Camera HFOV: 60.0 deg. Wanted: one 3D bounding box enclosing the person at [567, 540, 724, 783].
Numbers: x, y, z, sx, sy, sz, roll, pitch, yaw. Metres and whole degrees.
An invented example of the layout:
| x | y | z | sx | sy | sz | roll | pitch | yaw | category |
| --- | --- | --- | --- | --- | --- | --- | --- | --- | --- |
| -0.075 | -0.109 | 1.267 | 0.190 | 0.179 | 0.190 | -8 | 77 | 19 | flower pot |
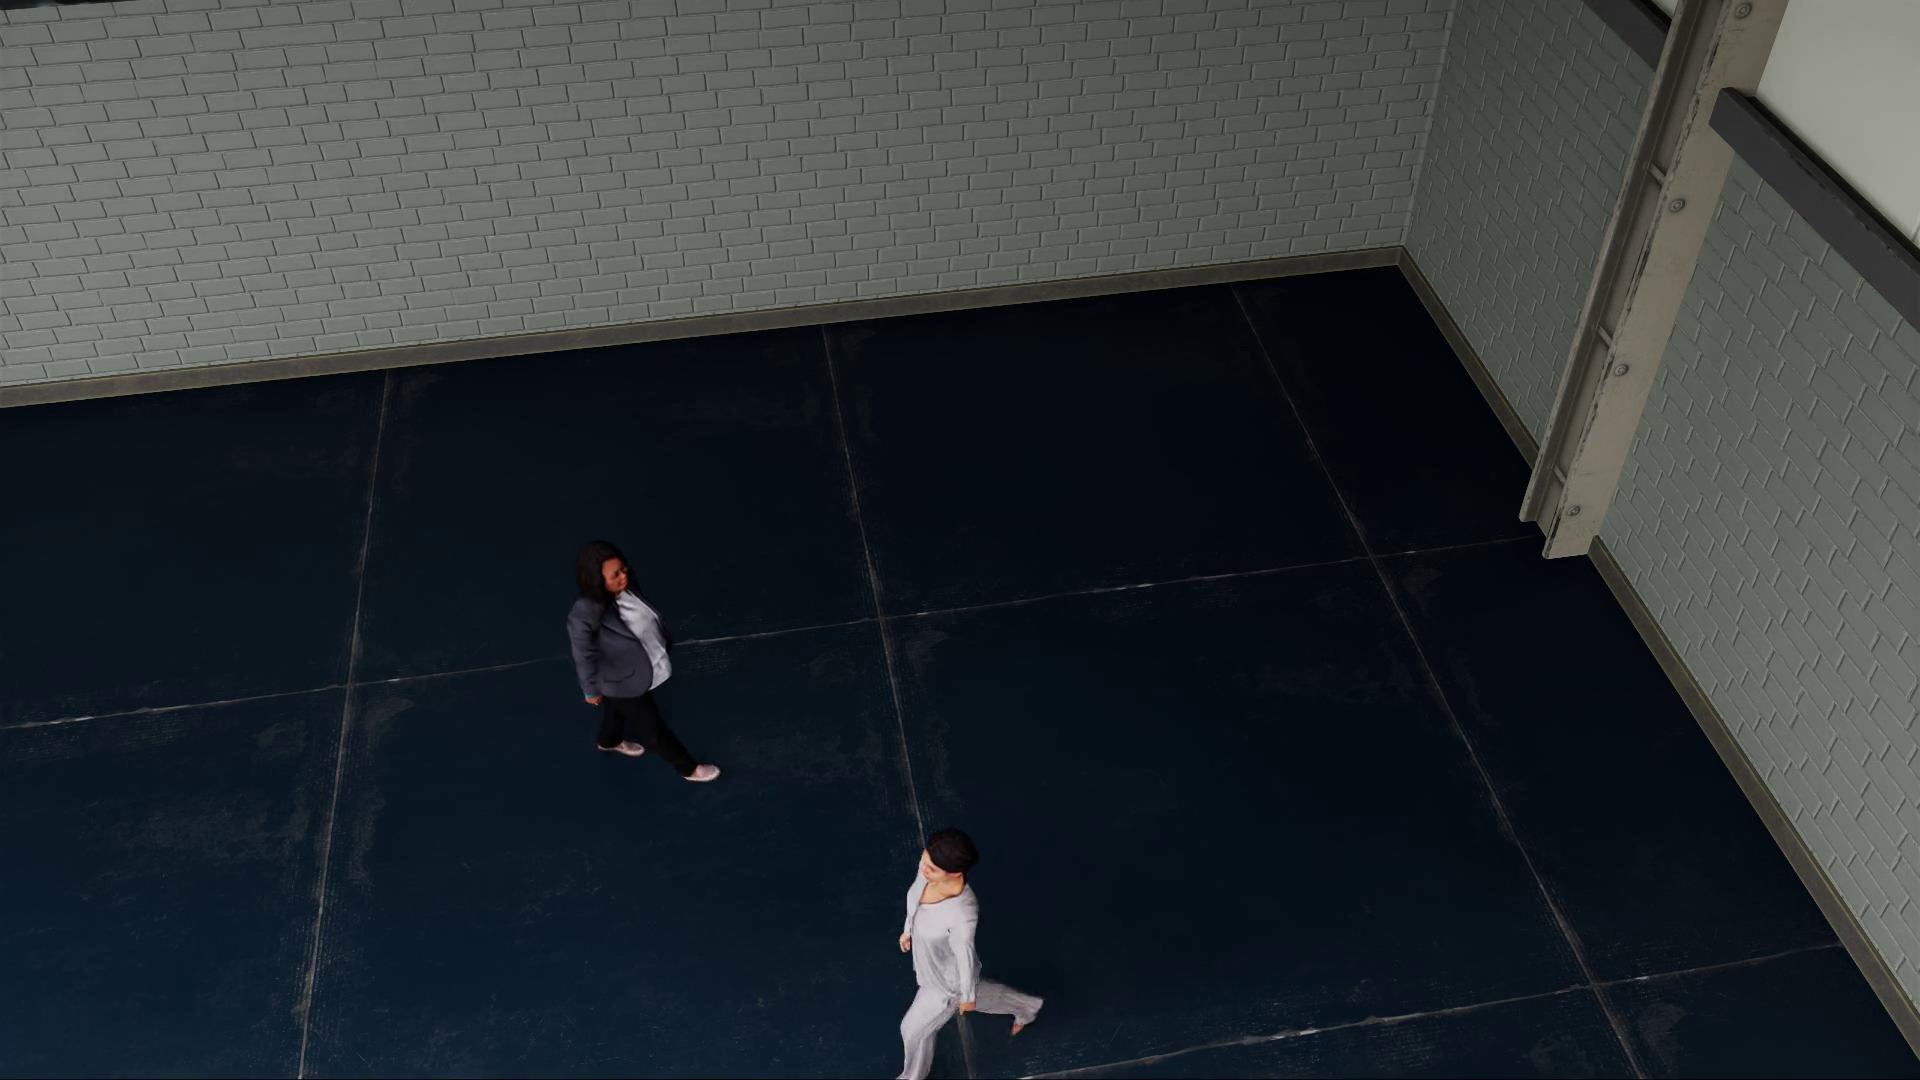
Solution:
| x | y | z | sx | sy | sz | roll | pitch | yaw | category |
| --- | --- | --- | --- | --- | --- | --- | --- | --- | --- |
| -1.749 | 0.613 | 8.365 | 0.985 | 1.562 | 1.050 | 9 | 44 | 10 | person |

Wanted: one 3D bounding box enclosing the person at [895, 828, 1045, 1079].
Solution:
| x | y | z | sx | sy | sz | roll | pitch | yaw | category |
| --- | --- | --- | --- | --- | --- | --- | --- | --- | --- |
| 0.011 | 1.749 | 7.015 | 0.738 | 1.744 | 1.014 | -13 | 45 | -13 | person |
